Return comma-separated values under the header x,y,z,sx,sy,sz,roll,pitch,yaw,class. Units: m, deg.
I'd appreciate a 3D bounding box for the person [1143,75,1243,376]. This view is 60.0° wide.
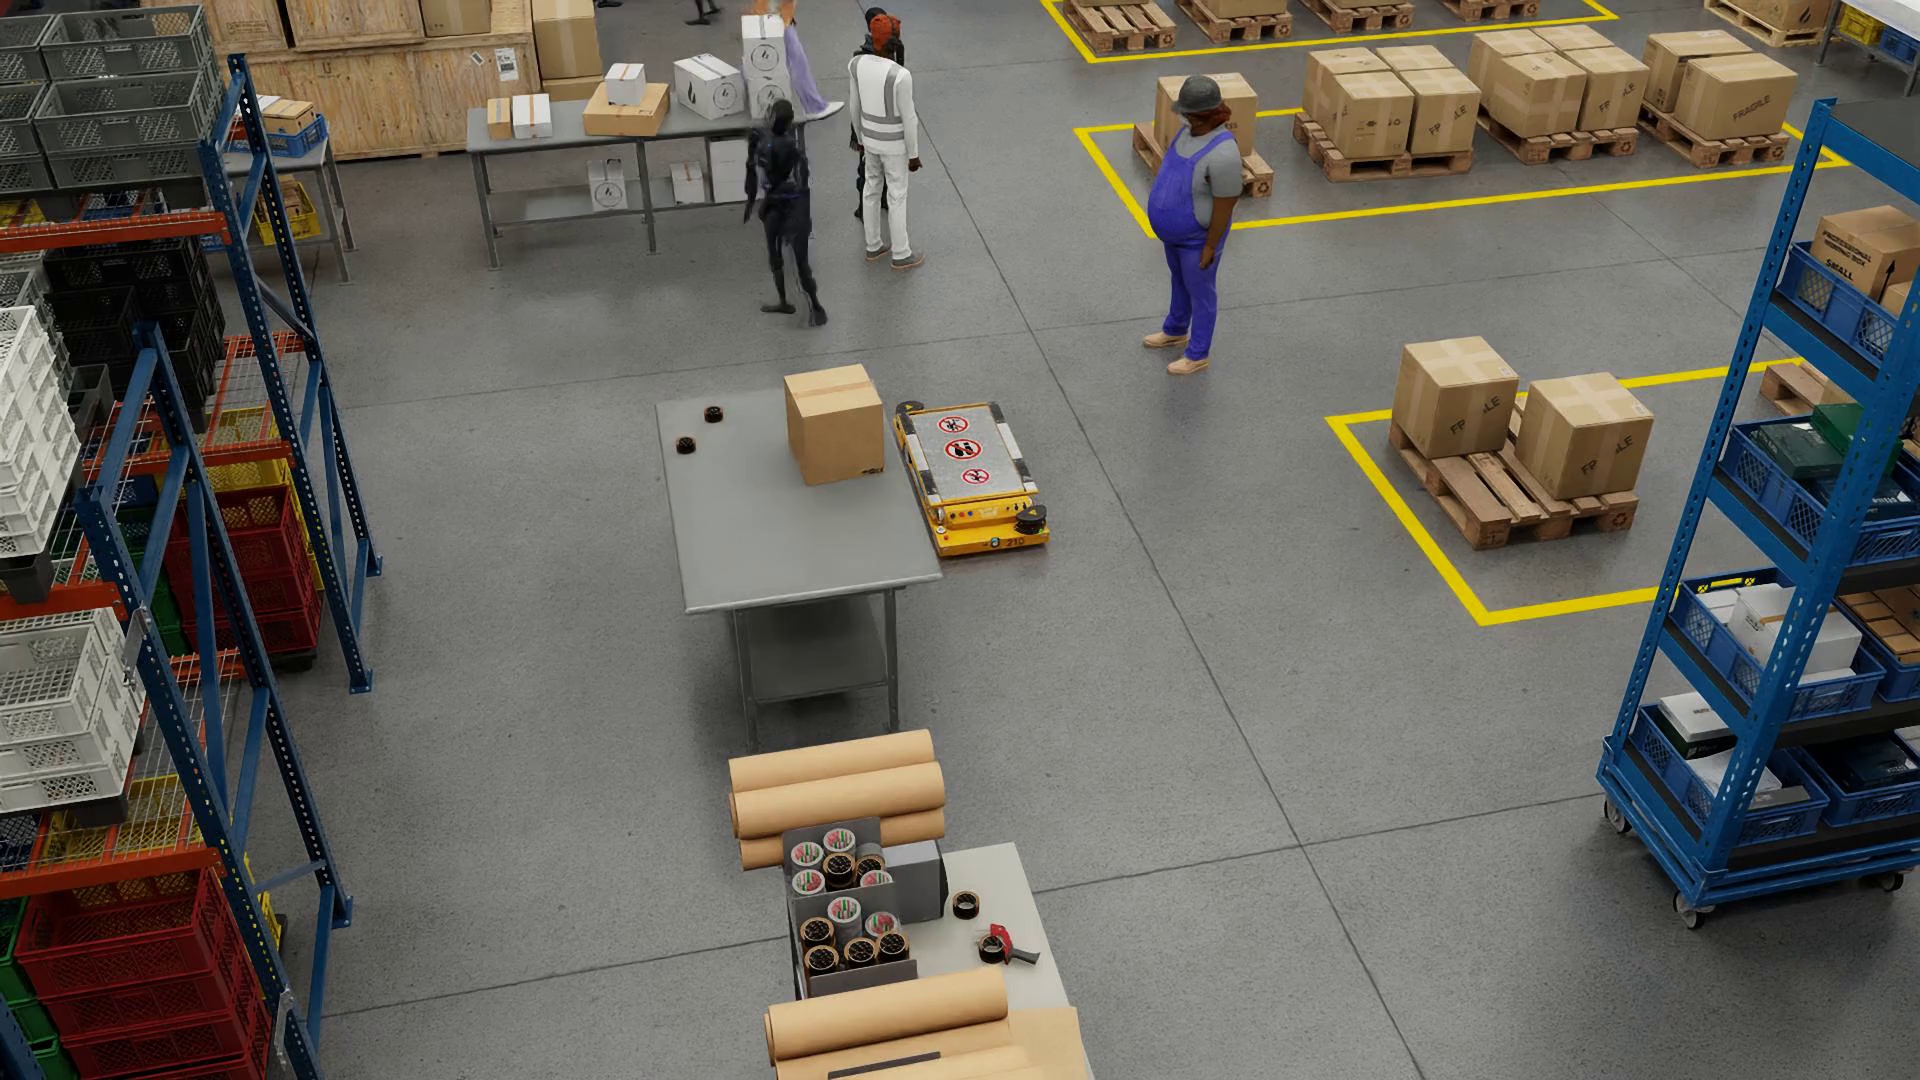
x,y,z,sx,sy,sz,roll,pitch,yaw,class
1.481,-2.052,10.828,0.536,2.000,0.673,-10,38,-13,person

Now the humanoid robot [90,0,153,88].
x,y,z,sx,sy,sz,roll,pitch,yaw,class
-6.782,-3.908,13.629,0.536,1.639,0.574,19,41,23,humanoid robot

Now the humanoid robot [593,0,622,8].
x,y,z,sx,sy,sz,roll,pitch,yaw,class
-3.664,-6.253,16.767,0.327,1.657,0.589,-18,40,-22,humanoid robot

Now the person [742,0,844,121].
x,y,z,sx,sy,sz,roll,pitch,yaw,class
-1.556,-4.482,14.238,1.010,1.863,0.631,-6,37,-8,person

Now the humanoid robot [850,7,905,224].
x,y,z,sx,sy,sz,roll,pitch,yaw,class
-0.619,-3.260,12.742,0.593,1.657,0.324,-30,46,-34,humanoid robot

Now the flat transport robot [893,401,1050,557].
x,y,z,sx,sy,sz,roll,pitch,yaw,class
0.046,-0.430,10.108,0.652,0.197,1.431,-8,37,-10,flat transport robot

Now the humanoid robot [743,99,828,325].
x,y,z,sx,sy,sz,roll,pitch,yaw,class
-1.228,-2.259,11.415,0.660,1.634,0.411,29,45,33,humanoid robot

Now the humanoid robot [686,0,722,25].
x,y,z,sx,sy,sz,roll,pitch,yaw,class
-2.615,-5.897,16.294,0.332,1.656,0.594,5,37,7,humanoid robot

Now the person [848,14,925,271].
x,y,z,sx,sy,sz,roll,pitch,yaw,class
-0.530,-2.870,12.056,0.573,1.887,0.355,25,43,30,person
